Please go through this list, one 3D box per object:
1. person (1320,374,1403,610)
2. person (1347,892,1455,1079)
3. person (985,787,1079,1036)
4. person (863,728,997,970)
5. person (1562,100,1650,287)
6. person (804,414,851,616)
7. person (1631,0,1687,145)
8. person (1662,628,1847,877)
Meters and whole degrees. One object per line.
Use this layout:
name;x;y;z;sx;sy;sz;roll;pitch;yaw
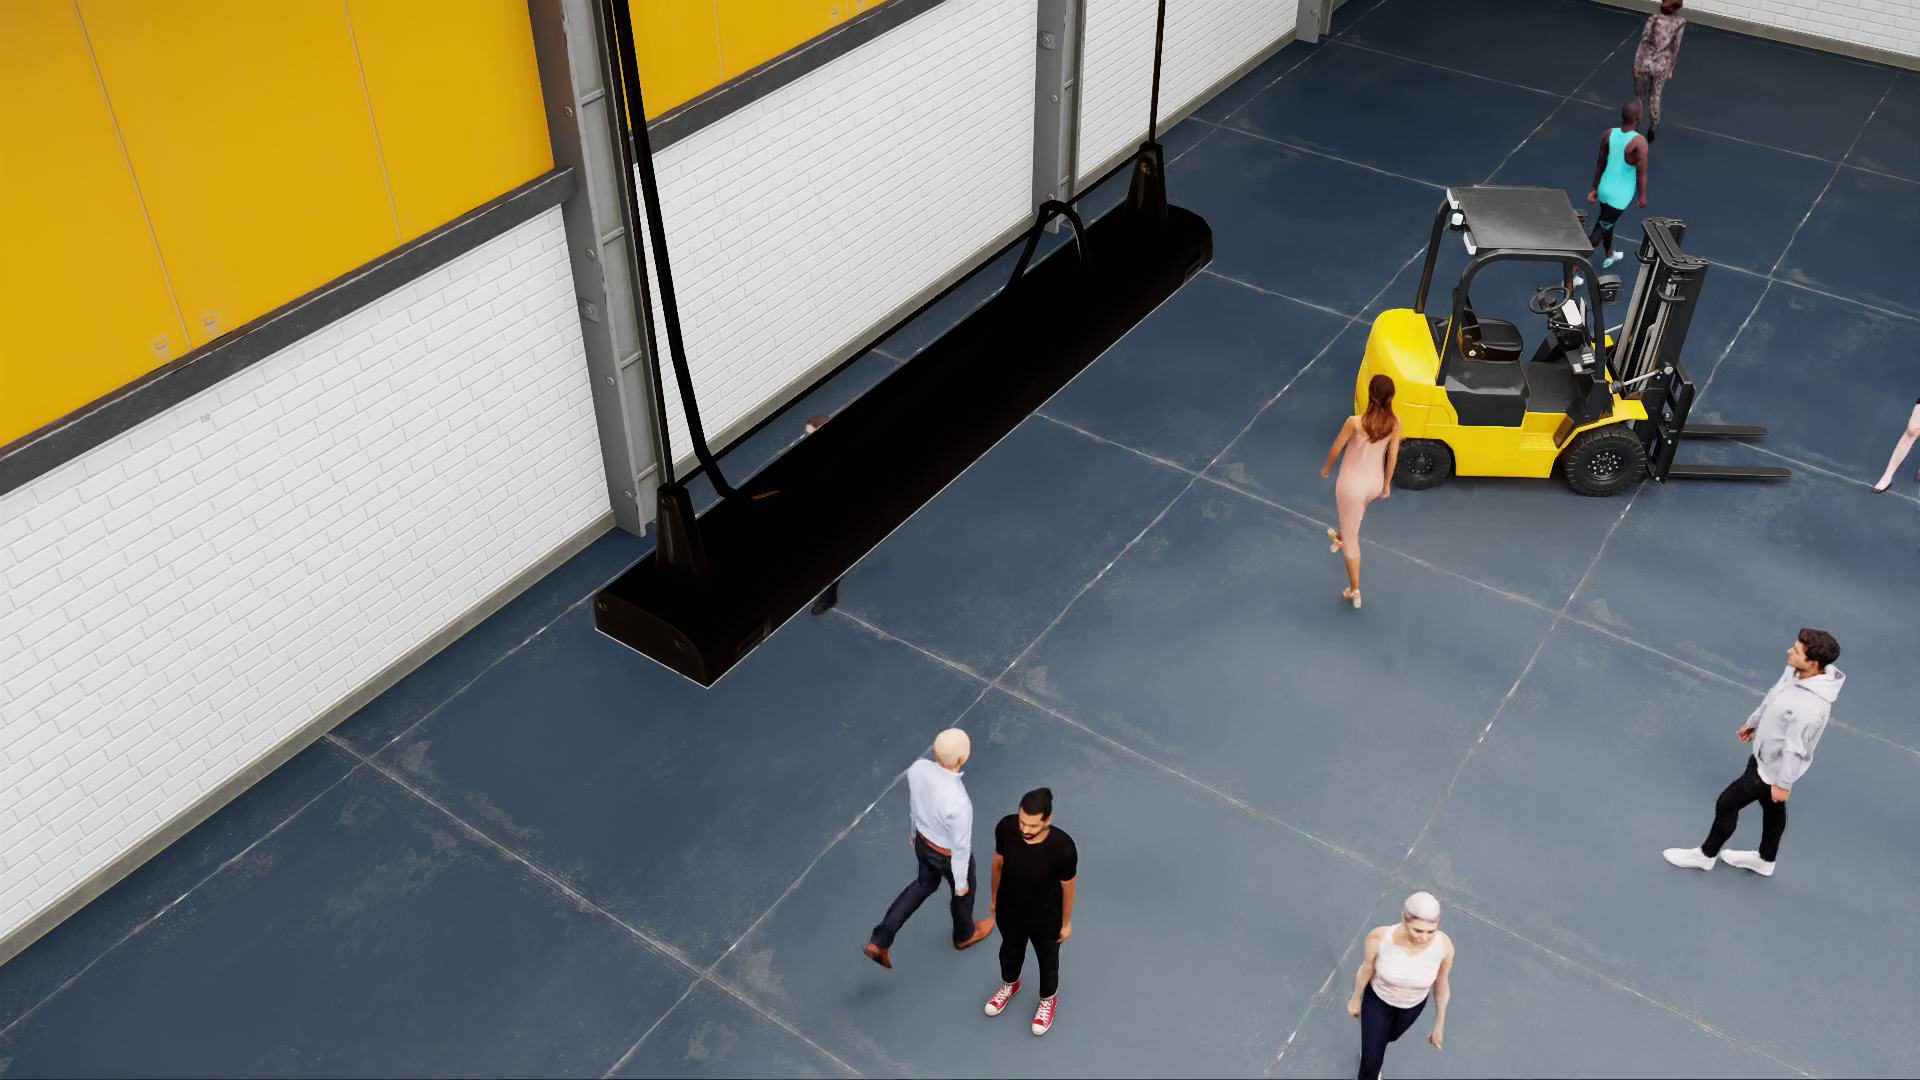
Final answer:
person;2.868;-0.312;11.852;1.059;1.784;1.137;-5;39;-7
person;2.249;2.343;8.617;0.939;1.672;1.103;3;39;4
person;0.388;1.983;9.001;0.663;1.758;0.609;17;42;20
person;-0.156;1.780;9.247;1.178;1.766;0.869;-26;45;-29
person;5.999;-3.158;15.430;1.258;1.768;0.940;-23;44;-26
person;-0.917;-0.216;11.819;0.725;1.676;0.666;-28;47;-31
person;7.458;-5.032;17.829;0.832;1.702;0.971;2;39;3
person;4.885;1.306;9.731;0.913;1.904;0.924;13;40;15
